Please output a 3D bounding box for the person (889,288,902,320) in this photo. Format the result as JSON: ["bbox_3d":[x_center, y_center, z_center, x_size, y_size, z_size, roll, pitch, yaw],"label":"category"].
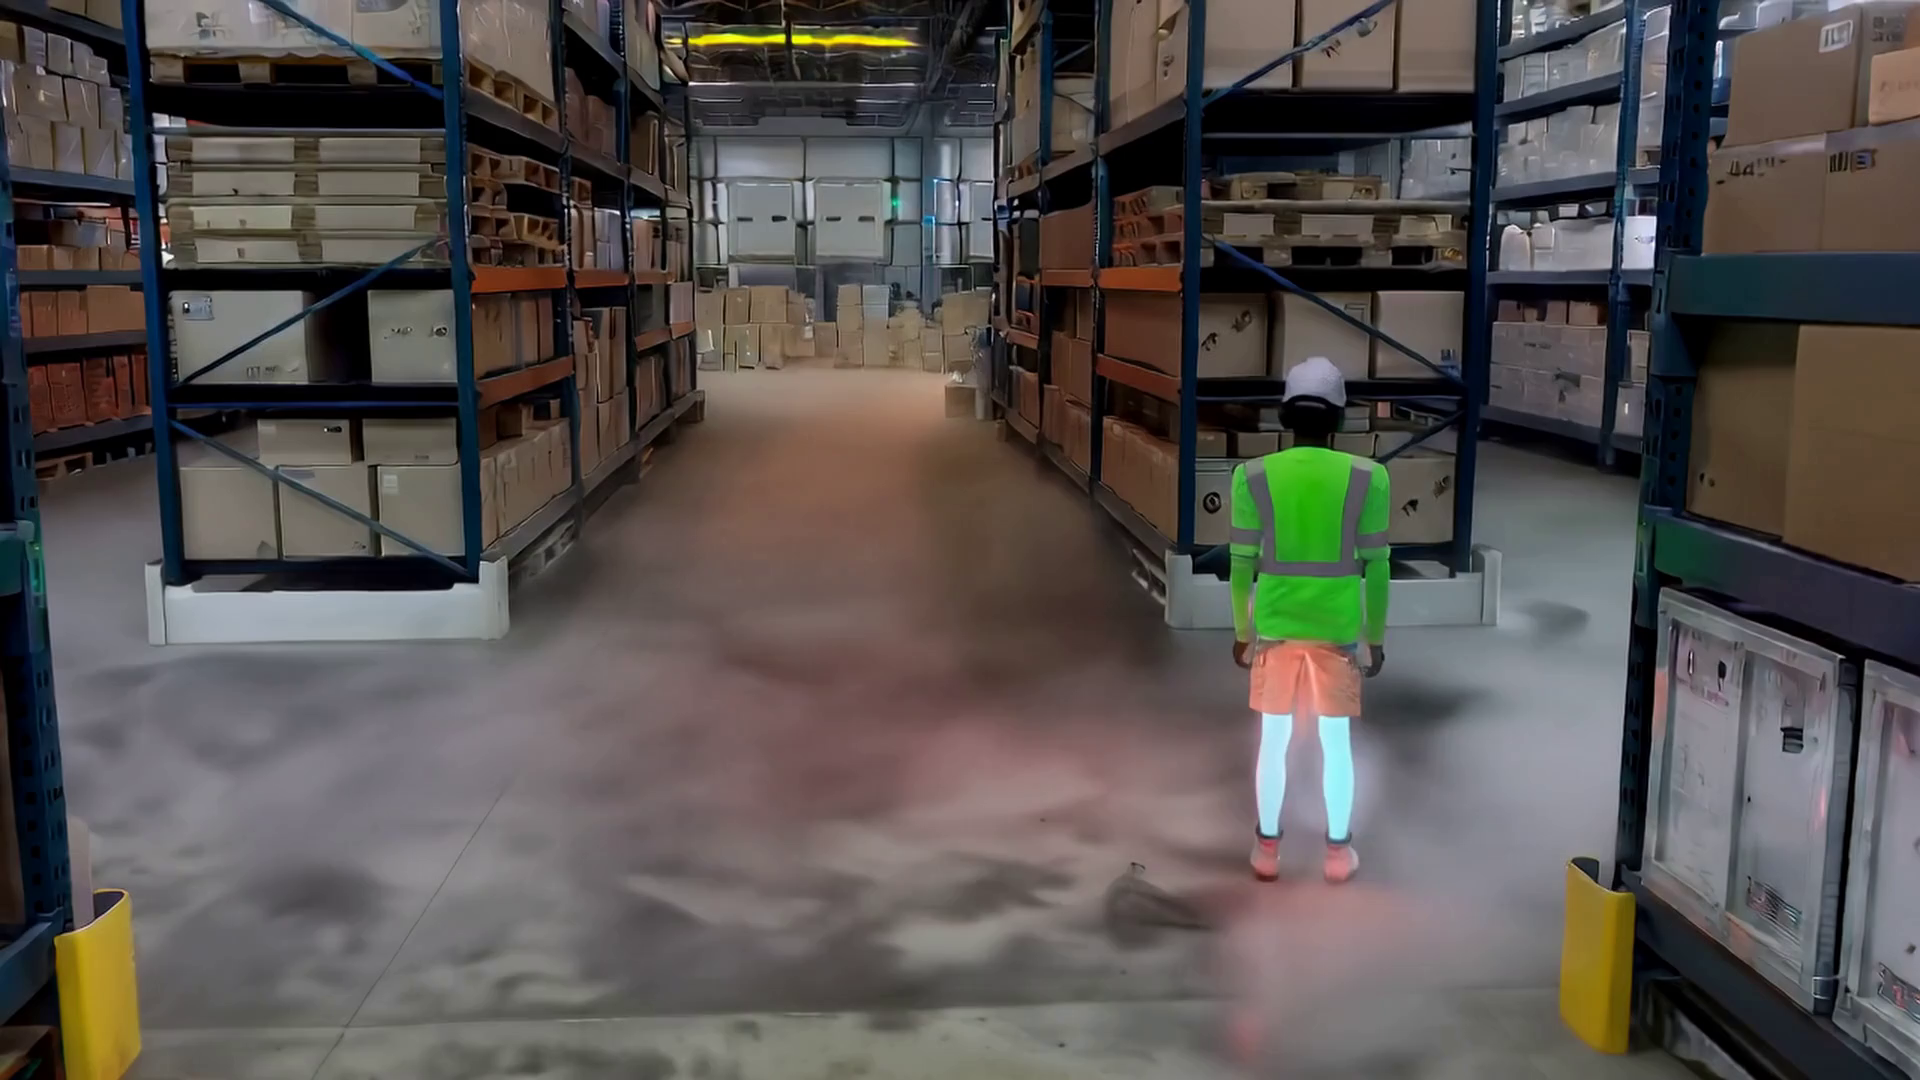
[{"bbox_3d":[-2.306,-7.826,57.971,0.635,1.927,0.372,4,10,23],"label":"person"}]

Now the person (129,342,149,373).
[{"bbox_3d":[-13.663,-3.088,27.991,0.622,1.993,0.386,-1,9,-8],"label":"person"}]

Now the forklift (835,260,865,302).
[{"bbox_3d":[-3.422,-7.311,51.737,1.129,2.768,1.873,-1,9,-4],"label":"forklift"}]

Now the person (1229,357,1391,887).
[{"bbox_3d":[1.341,0.323,6.424,0.608,2.044,0.372,2,9,13],"label":"person"}]

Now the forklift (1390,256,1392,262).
[{"bbox_3d":[10.292,-5.611,41.061,1.873,2.768,1.129,-1,9,-4],"label":"forklift"}]

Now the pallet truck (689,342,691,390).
[{"bbox_3d":[-5.225,-3.008,27.480,1.885,1.965,0.823,2,9,14],"label":"pallet truck"}]
